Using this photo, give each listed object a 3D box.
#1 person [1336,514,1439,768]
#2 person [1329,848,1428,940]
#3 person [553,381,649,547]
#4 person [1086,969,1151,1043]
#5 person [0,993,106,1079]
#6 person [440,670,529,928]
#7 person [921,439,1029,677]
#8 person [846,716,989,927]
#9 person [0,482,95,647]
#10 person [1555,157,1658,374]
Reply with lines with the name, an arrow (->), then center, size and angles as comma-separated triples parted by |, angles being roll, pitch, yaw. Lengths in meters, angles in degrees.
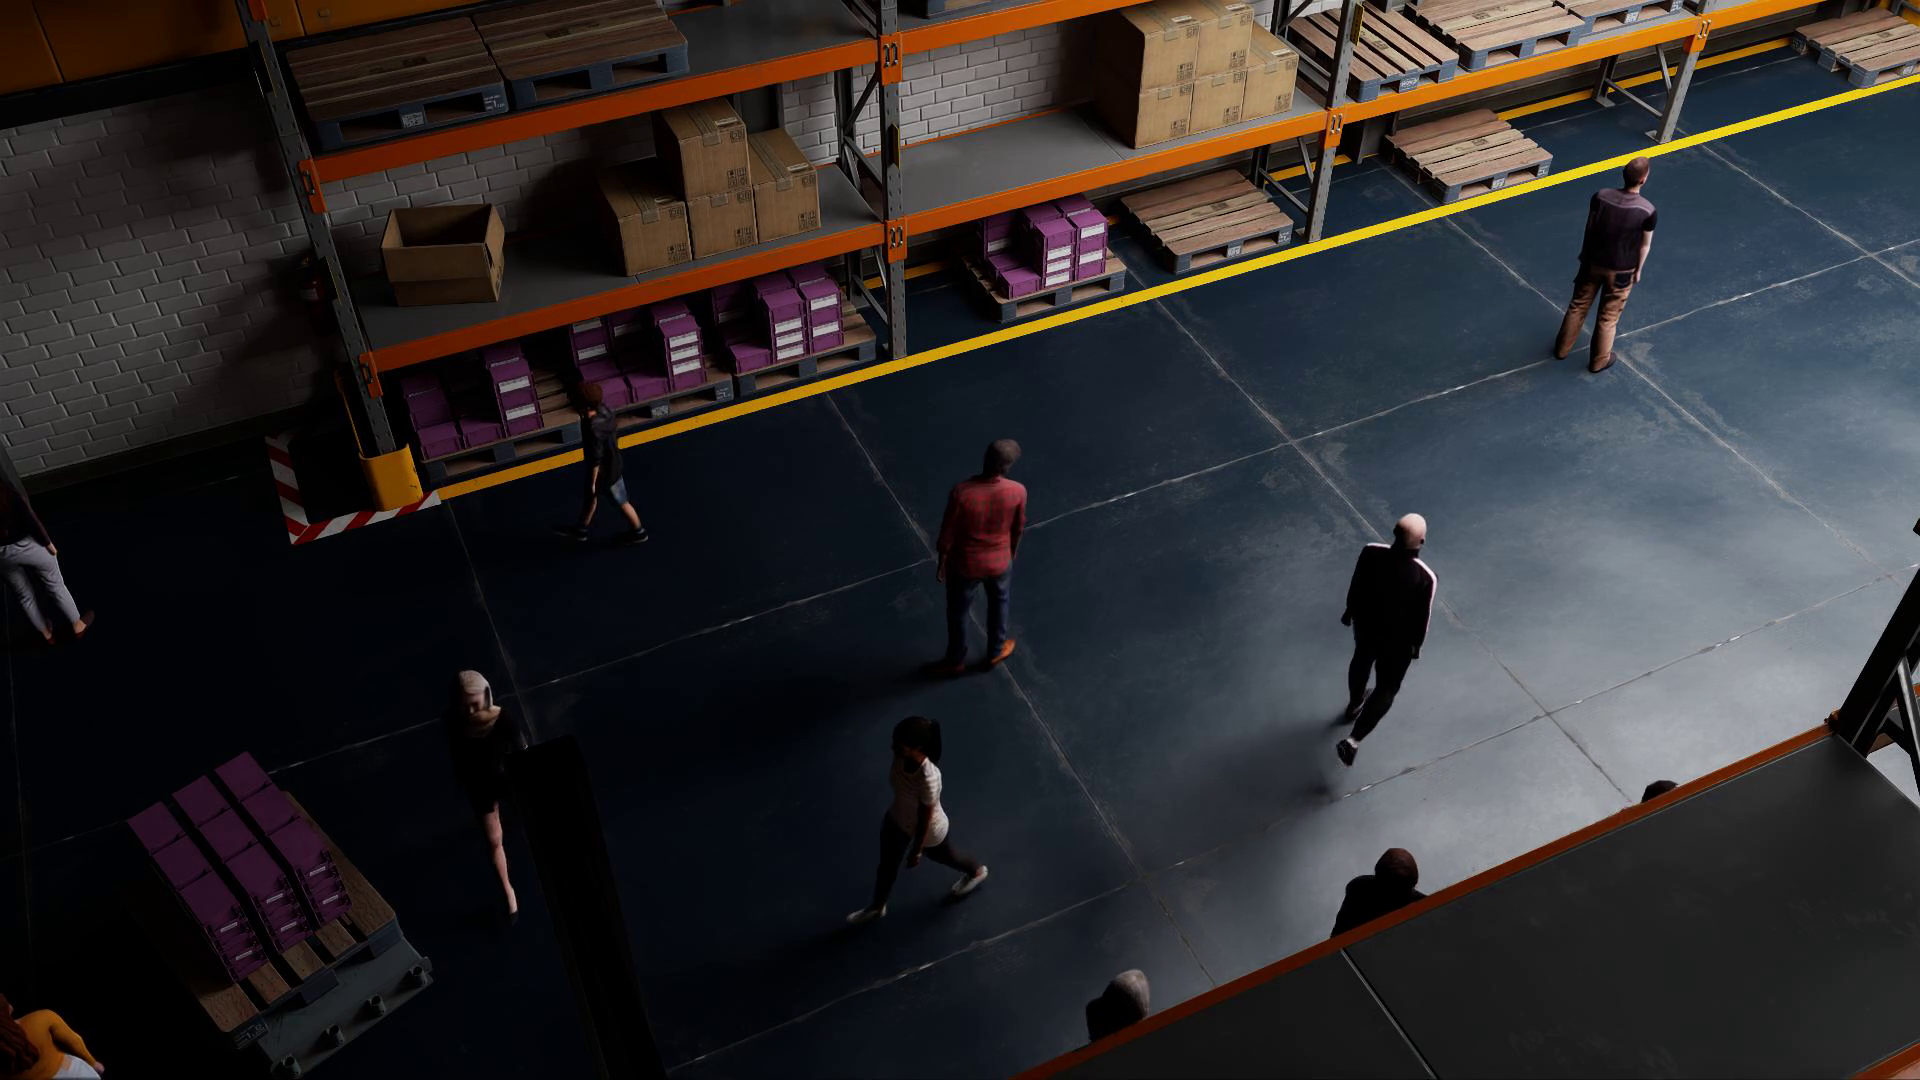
person -> 2.493, 0.614, 9.983 | 0.964, 1.814, 1.149 | 28, 50, 26
person -> 2.148, 2.060, 8.553 | 0.732, 1.693, 0.783 | 21, 47, 21
person -> -2.390, -0.504, 11.440 | 0.916, 1.423, 0.662 | -9, 44, -9
person -> 0.693, 2.661, 7.896 | 0.789, 1.730, 0.726 | -29, 51, -27
person -> -4.294, 2.634, 7.910 | 0.729, 1.750, 0.619 | 33, 53, 30
person -> -2.572, 1.259, 9.322 | 1.199, 1.792, 0.994 | -1, 44, -1
person -> 0.082, 0.156, 10.472 | 0.609, 1.802, 0.960 | -18, 46, -18
person -> -0.142, 1.536, 9.165 | 1.113, 1.608, 0.640 | -21, 47, -20
person -> -6.069, 0.057, 10.717 | 0.525, 1.608, 0.696 | -11, 45, -11
person -> 5.012, -2.139, 12.853 | 0.765, 1.842, 0.743 | 31, 51, 28
